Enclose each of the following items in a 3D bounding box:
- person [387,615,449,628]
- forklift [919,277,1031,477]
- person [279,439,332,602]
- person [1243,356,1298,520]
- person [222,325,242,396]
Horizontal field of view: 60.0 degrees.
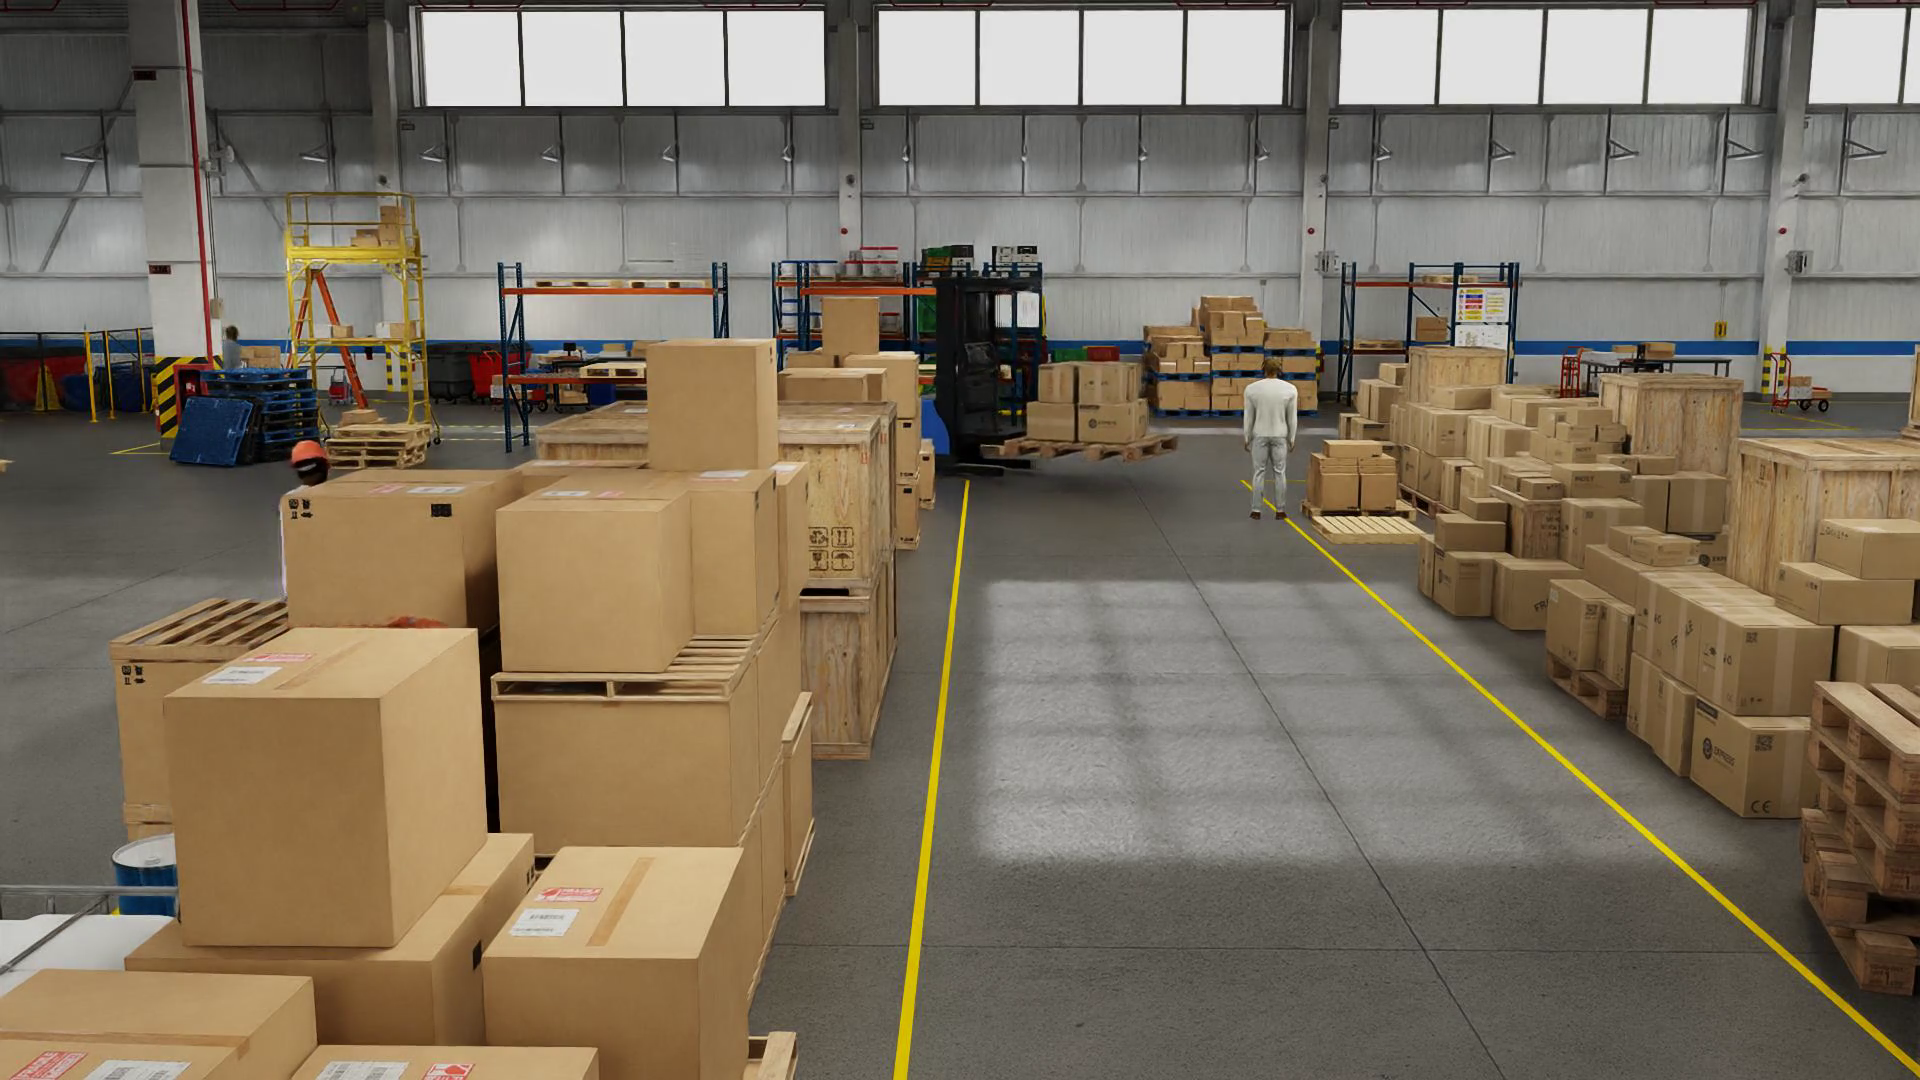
[{"bbox_3d":[-1.725,1.176,5.646,0.792,1.851,0.596,0,9,3],"label":"person"},{"bbox_3d":[-0.053,-2.386,23.928,1.873,2.768,1.129,4,10,25],"label":"forklift"},{"bbox_3d":[-4.199,0.300,10.793,0.576,1.889,0.506,8,12,39],"label":"person"},{"bbox_3d":[3.655,-1.197,19.623,0.631,1.939,0.369,1,10,9],"label":"person"},{"bbox_3d":[-12.974,-2.855,29.620,0.643,1.919,0.544,5,11,26],"label":"person"}]
